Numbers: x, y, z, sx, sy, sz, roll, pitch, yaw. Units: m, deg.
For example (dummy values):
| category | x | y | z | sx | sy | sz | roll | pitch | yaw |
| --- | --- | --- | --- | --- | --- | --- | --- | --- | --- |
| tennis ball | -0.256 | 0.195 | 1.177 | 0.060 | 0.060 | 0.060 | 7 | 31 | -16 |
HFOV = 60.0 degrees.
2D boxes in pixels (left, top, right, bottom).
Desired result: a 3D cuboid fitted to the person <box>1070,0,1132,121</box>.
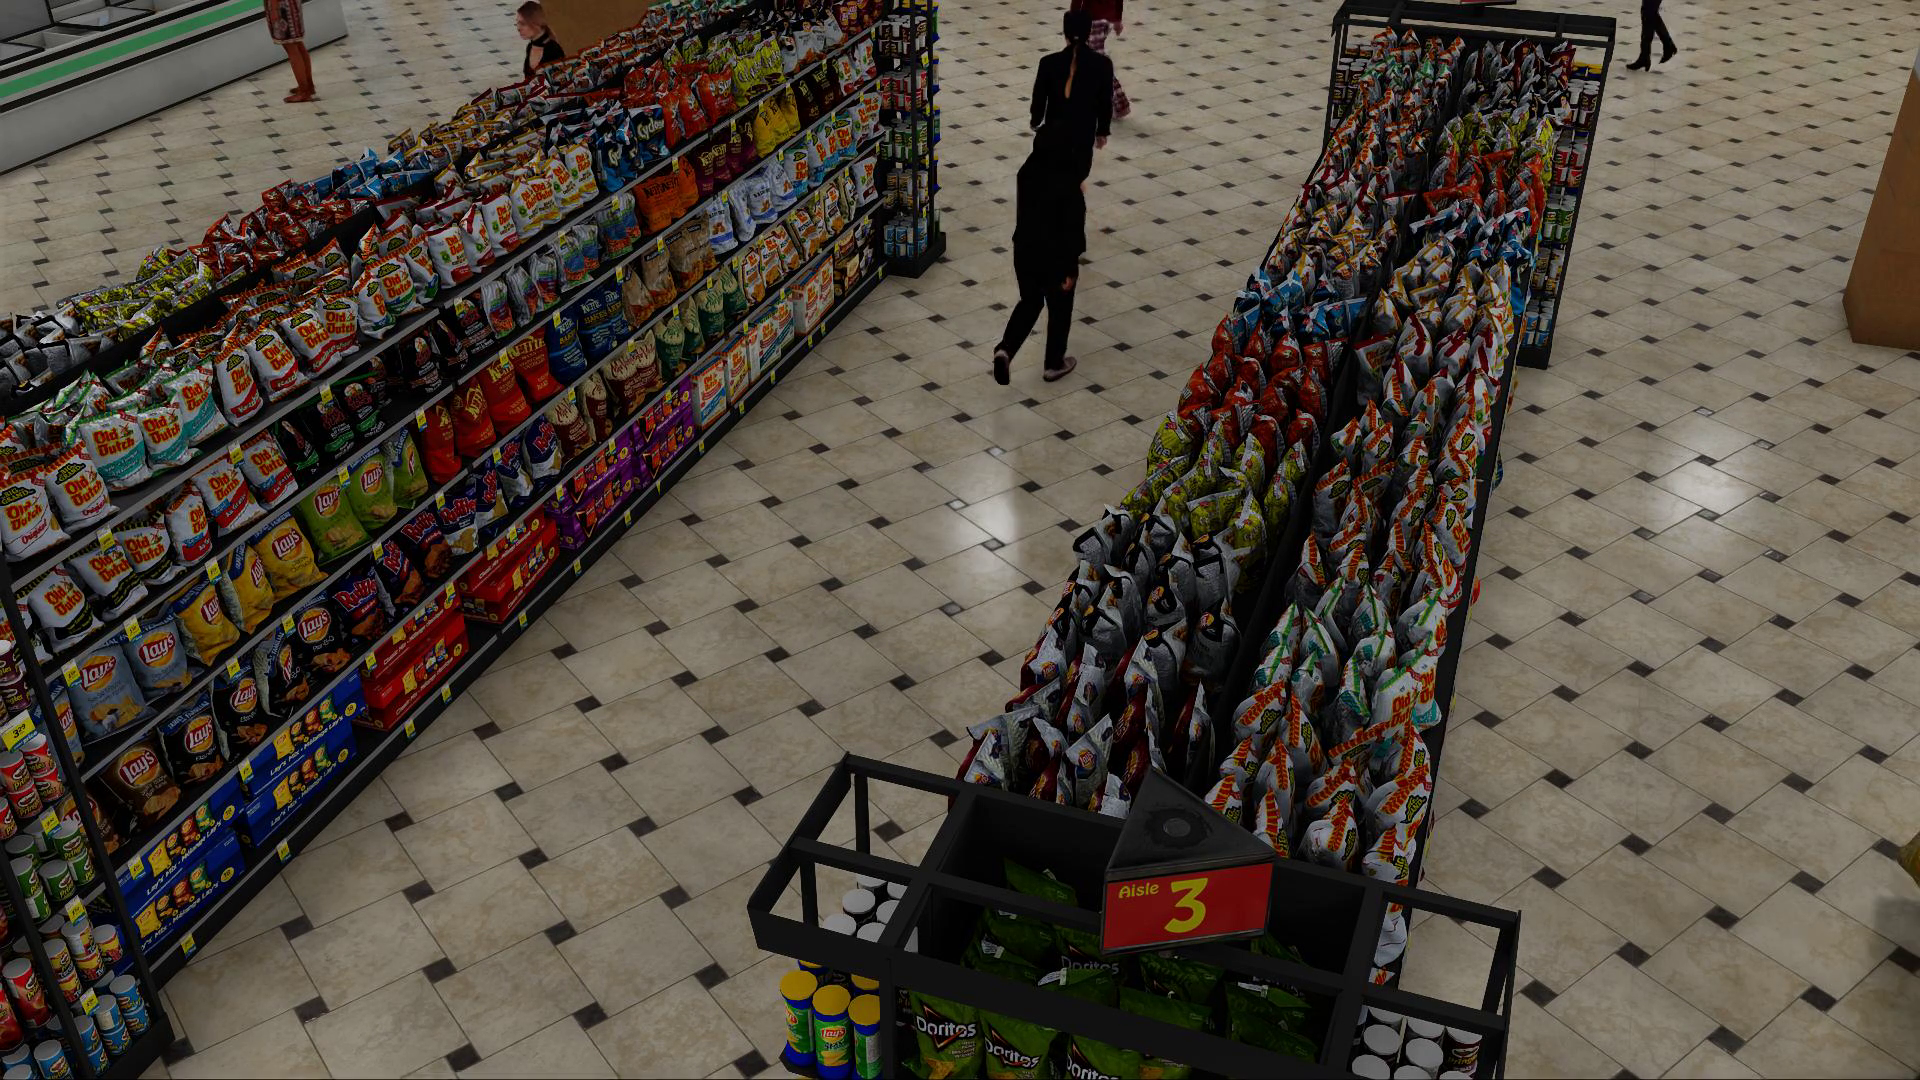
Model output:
| category | x | y | z | sx | sy | sz | roll | pitch | yaw |
| --- | --- | --- | --- | --- | --- | --- | --- | --- | --- |
| person | 1.208 | -4.305 | 13.953 | 1.082 | 1.580 | 0.985 | -26 | 40 | -36 |

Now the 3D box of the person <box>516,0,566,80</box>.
| category | x | y | z | sx | sy | sz | roll | pitch | yaw |
| --- | --- | --- | --- | --- | --- | --- | --- | --- | --- |
| person | -2.688 | -2.791 | 11.388 | 0.863 | 1.720 | 1.192 | 24 | 39 | 33 |

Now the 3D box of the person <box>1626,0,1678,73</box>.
| category | x | y | z | sx | sy | sz | roll | pitch | yaw |
| --- | --- | --- | --- | --- | --- | --- | --- | --- | --- |
| person | 6.449 | -5.060 | 15.167 | 0.774 | 1.579 | 0.709 | 25 | 40 | 35 |

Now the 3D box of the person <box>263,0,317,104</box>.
| category | x | y | z | sx | sy | sz | roll | pitch | yaw |
| --- | --- | --- | --- | --- | --- | --- | --- | --- | --- |
| person | -5.890 | -4.656 | 14.456 | 0.782 | 1.645 | 0.619 | -2 | 32 | -3 |

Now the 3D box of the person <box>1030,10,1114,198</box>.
| category | x | y | z | sx | sy | sz | roll | pitch | yaw |
| --- | --- | --- | --- | --- | --- | --- | --- | --- | --- |
| person | 0.759 | -2.705 | 11.320 | 0.938 | 1.645 | 1.086 | -3 | 32 | -5 |

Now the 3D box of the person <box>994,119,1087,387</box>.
| category | x | y | z | sx | sy | sz | roll | pitch | yaw |
| --- | --- | --- | --- | --- | --- | --- | --- | --- | --- |
| person | 0.446 | -1.602 | 9.587 | 0.839 | 1.603 | 1.014 | 25 | 40 | 34 |
